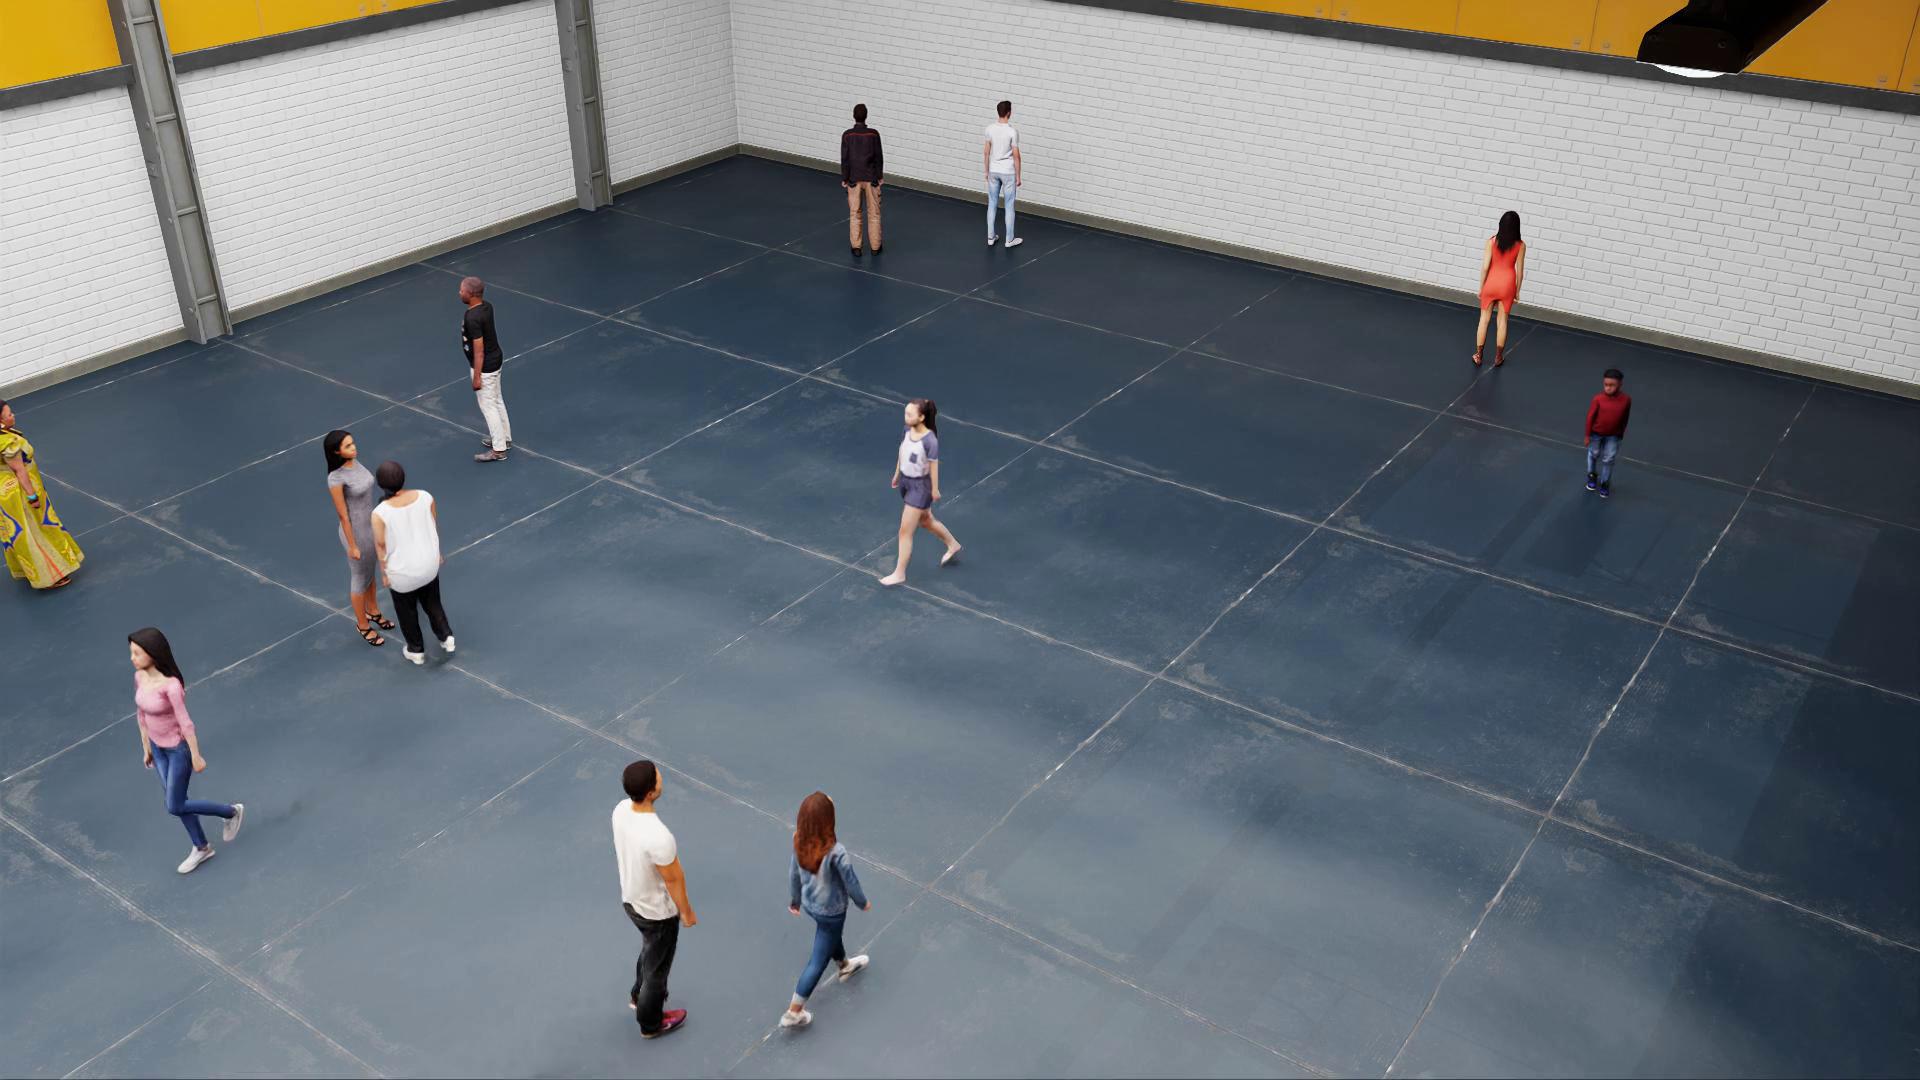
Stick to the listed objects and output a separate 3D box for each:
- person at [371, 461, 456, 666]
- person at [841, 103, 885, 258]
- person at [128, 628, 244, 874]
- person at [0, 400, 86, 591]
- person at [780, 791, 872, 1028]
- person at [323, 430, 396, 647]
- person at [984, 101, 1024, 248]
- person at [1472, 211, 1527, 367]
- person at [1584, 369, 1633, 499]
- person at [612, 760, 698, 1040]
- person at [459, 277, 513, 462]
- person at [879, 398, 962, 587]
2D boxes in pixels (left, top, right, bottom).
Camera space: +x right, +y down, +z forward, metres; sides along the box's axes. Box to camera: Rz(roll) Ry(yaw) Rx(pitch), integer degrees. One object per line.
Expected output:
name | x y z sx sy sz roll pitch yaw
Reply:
person | -4.187 0.173 12.594 0.606 1.684 0.747 -25 37 -38
person | -1.228 -4.543 20.988 0.790 1.924 0.829 -2 29 -5
person | -4.900 1.287 10.503 0.561 1.731 0.700 18 34 30
person | -7.722 -0.389 13.649 0.883 1.661 0.808 23 36 36
person | -0.813 2.087 9.322 0.644 1.459 1.002 23 36 36
person | -4.658 -0.032 12.868 0.722 1.781 0.609 3 29 5
person | 0.541 -4.708 21.369 0.674 1.850 0.564 15 32 25
person | 5.772 -2.693 17.812 0.659 1.719 0.636 7 29 12
person | 5.933 -1.024 15.253 0.612 1.239 0.721 5 29 9
person | -1.770 2.016 9.105 0.724 1.791 0.738 -20 34 -32
person | -4.503 -1.635 15.784 0.823 1.805 0.729 0 29 -1
person | -0.275 -0.431 13.779 1.138 1.611 0.917 -14 32 -24
